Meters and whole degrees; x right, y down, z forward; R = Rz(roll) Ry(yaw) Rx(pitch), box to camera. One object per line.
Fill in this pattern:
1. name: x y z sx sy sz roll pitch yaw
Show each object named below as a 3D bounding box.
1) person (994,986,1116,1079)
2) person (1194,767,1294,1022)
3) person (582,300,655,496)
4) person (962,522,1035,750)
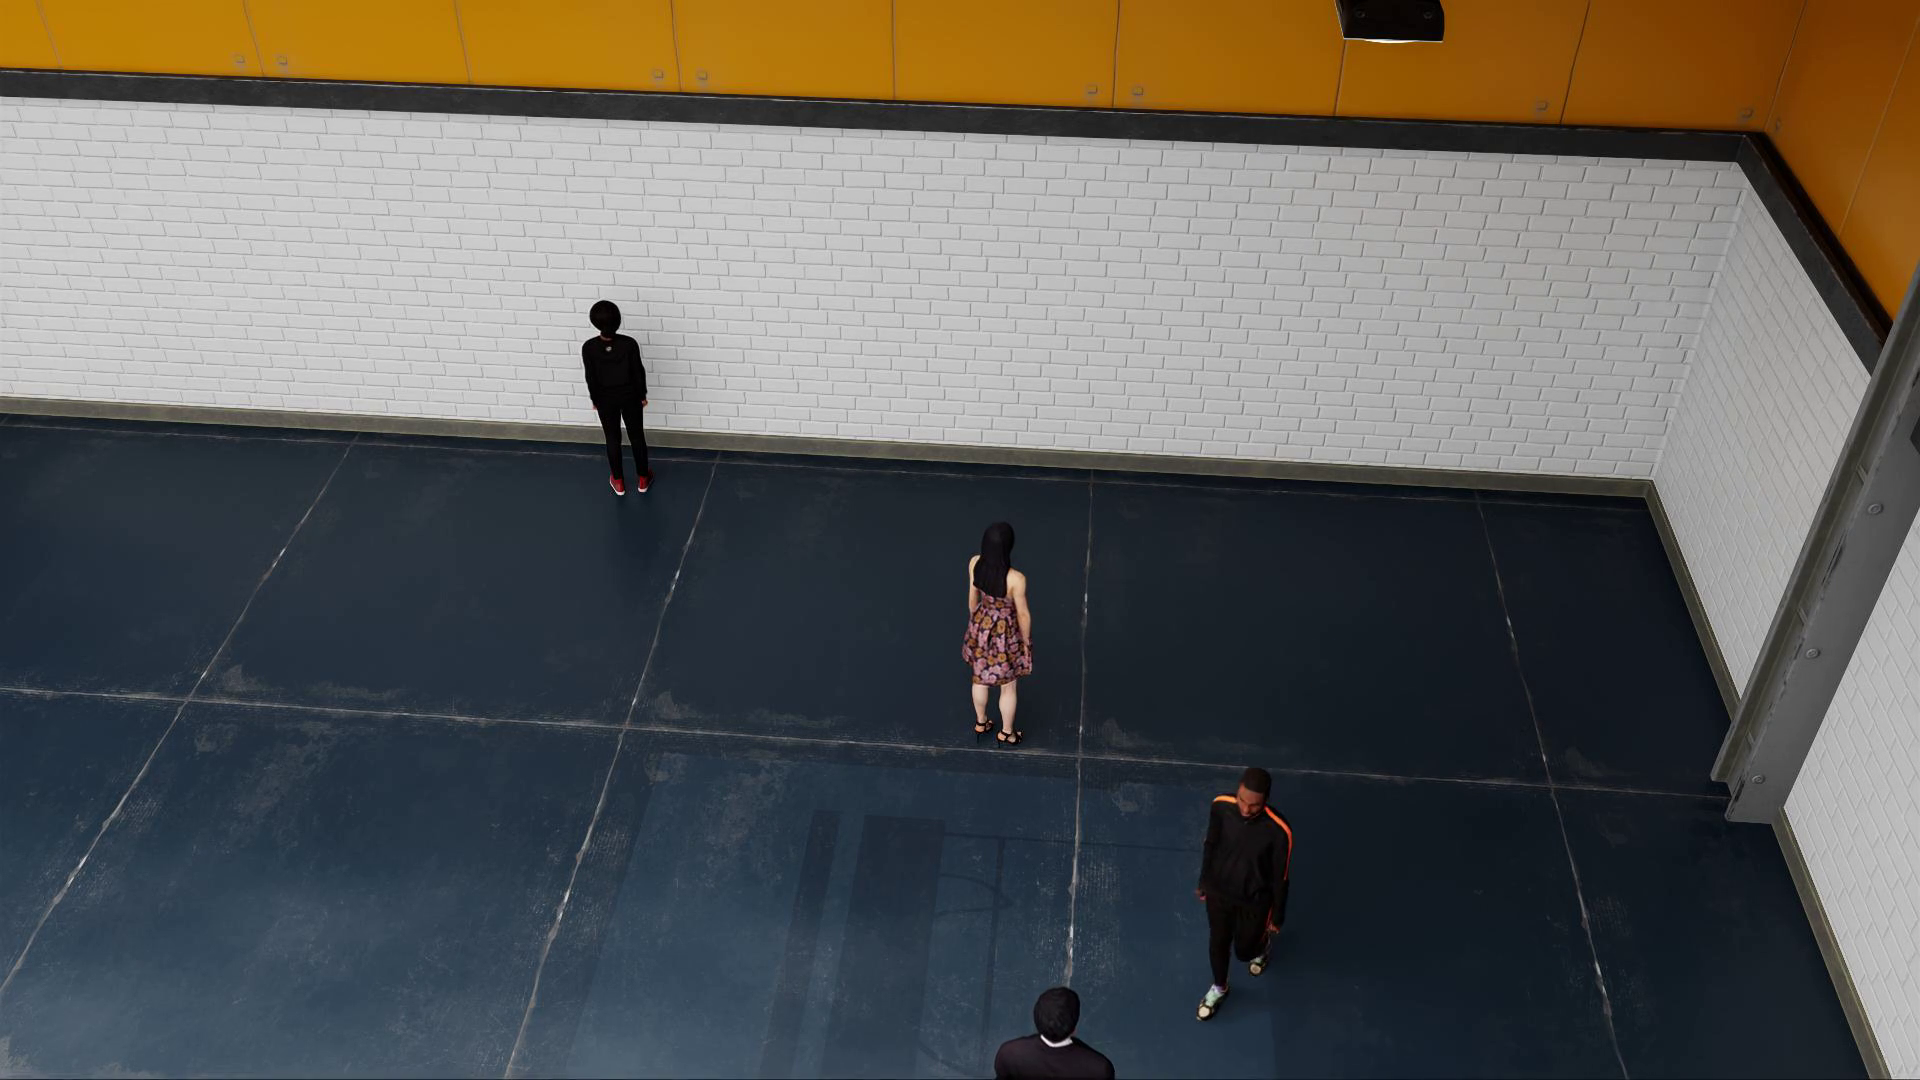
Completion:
1. person: 0.409 2.699 7.650 0.712 1.882 0.552 5 39 7
2. person: 1.538 1.808 8.833 0.890 1.798 0.999 24 45 27
3. person: -2.572 -1.071 12.537 0.650 1.675 0.629 -7 39 -9
4. person: 0.242 0.598 10.368 0.784 1.774 0.816 21 43 24
